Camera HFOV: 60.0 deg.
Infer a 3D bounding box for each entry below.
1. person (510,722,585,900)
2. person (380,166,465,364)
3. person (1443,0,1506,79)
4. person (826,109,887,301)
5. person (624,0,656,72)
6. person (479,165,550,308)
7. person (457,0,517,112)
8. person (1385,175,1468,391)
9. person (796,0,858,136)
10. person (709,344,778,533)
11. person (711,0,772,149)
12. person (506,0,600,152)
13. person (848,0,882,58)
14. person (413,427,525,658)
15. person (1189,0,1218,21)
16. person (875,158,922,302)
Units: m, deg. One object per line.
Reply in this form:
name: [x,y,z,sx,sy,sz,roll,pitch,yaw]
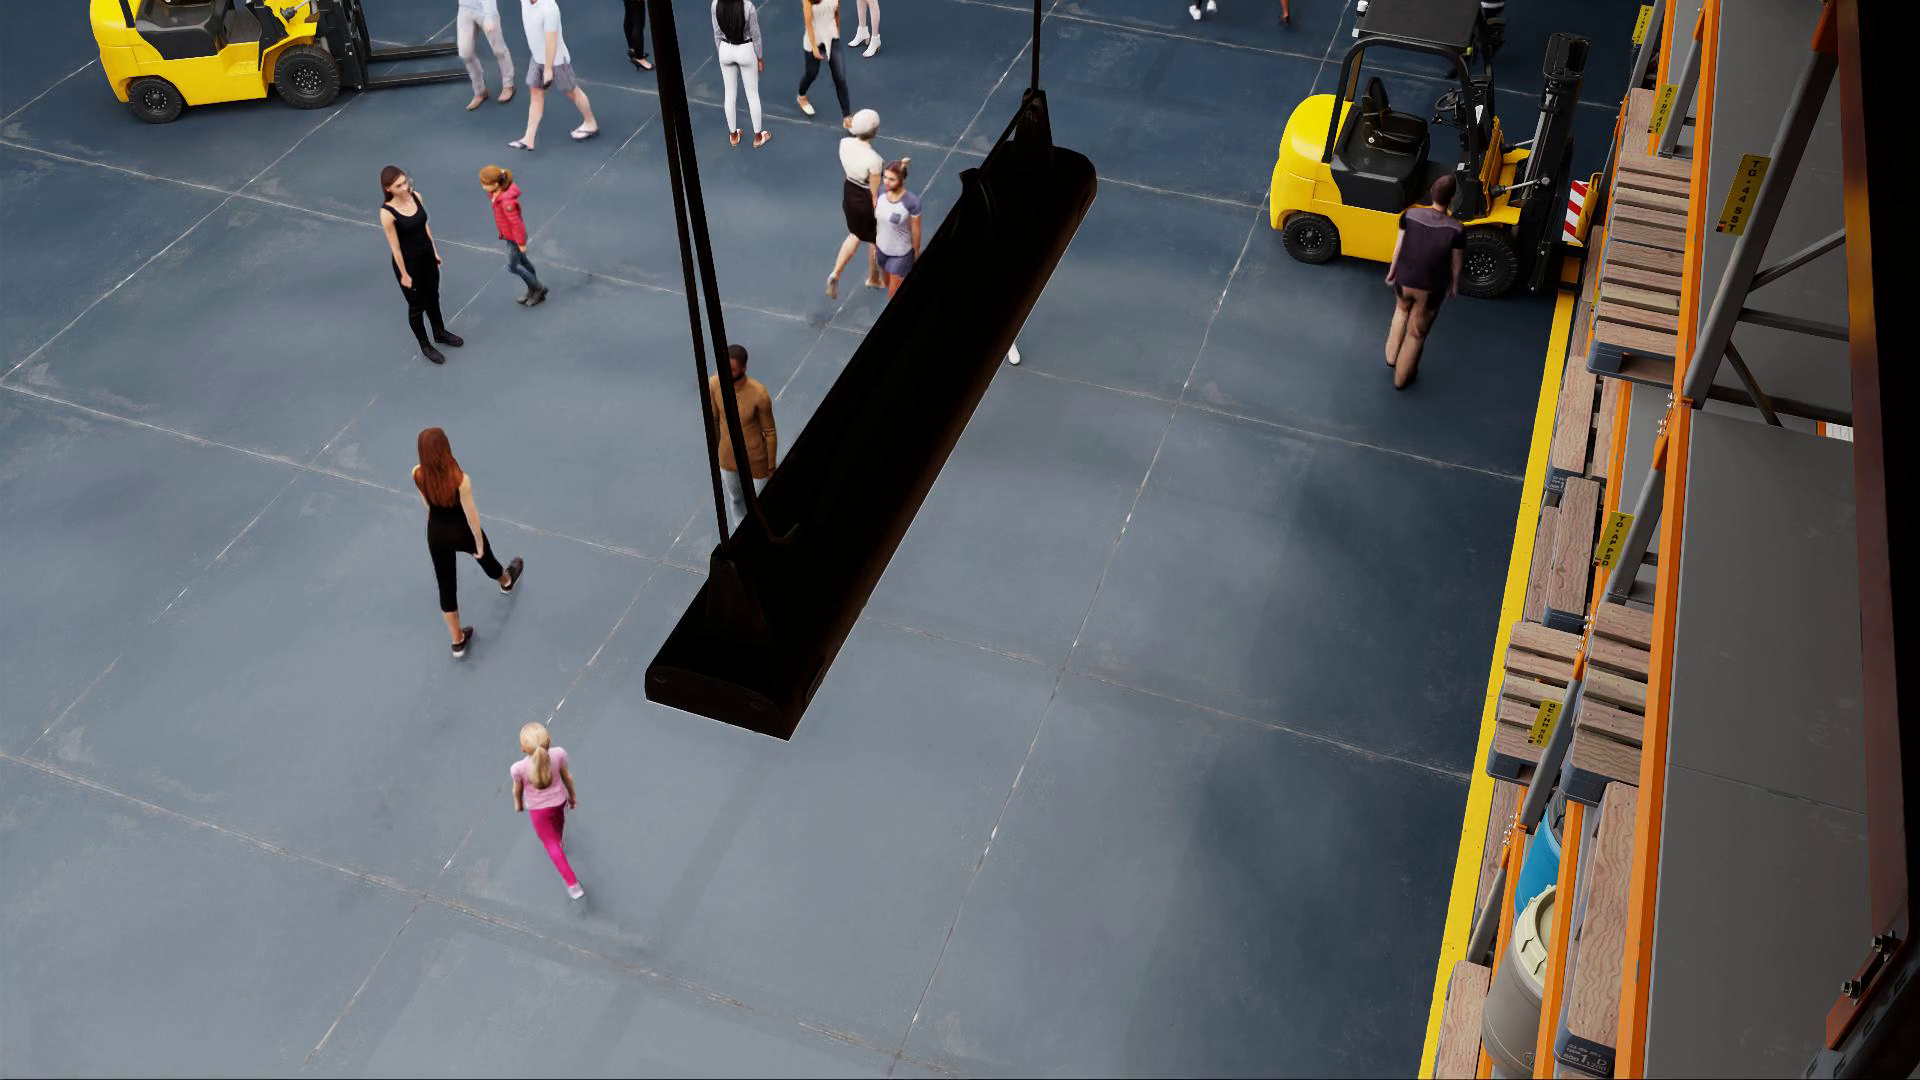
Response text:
person: [-2.338,1.529,9.474,0.895,1.254,0.868,-26,49,-25]
person: [-4.276,-2.184,13.057,0.656,1.688,0.509,18,46,18]
person: [5.191,-5.522,16.357,0.963,1.969,1.048,33,53,30]
person: [-0.853,-2.664,13.531,0.832,1.729,1.010,33,52,30]
person: [-3.286,-5.502,16.561,0.743,1.658,0.690,-19,47,-19]
person: [-3.600,-2.520,13.694,0.714,1.297,0.654,-21,47,-20]
person: [-4.573,-5.108,15.996,0.680,1.867,0.799,12,45,12]
person: [3.475,-1.927,12.688,0.772,1.826,0.777,27,50,25]
person: [-1.360,-4.722,15.686,1.088,1.738,1.059,-26,49,-24]
person: [-1.455,-0.583,11.283,0.627,1.816,0.525,15,46,15]
person: [-2.052,-4.469,15.428,0.625,1.725,0.572,7,44,7]
person: [-3.695,-4.471,15.387,1.265,1.785,0.994,-34,53,-30]
person: [-0.972,-5.788,16.738,0.697,1.828,0.672,-25,49,-24]
person: [-3.301,0.041,10.720,0.719,1.689,1.140,7,44,7]
person: [2.592,-6.215,17.249,0.659,1.743,0.772,6,44,7]
person: [-0.466,-2.349,13.293,0.799,1.601,1.032,32,52,29]
